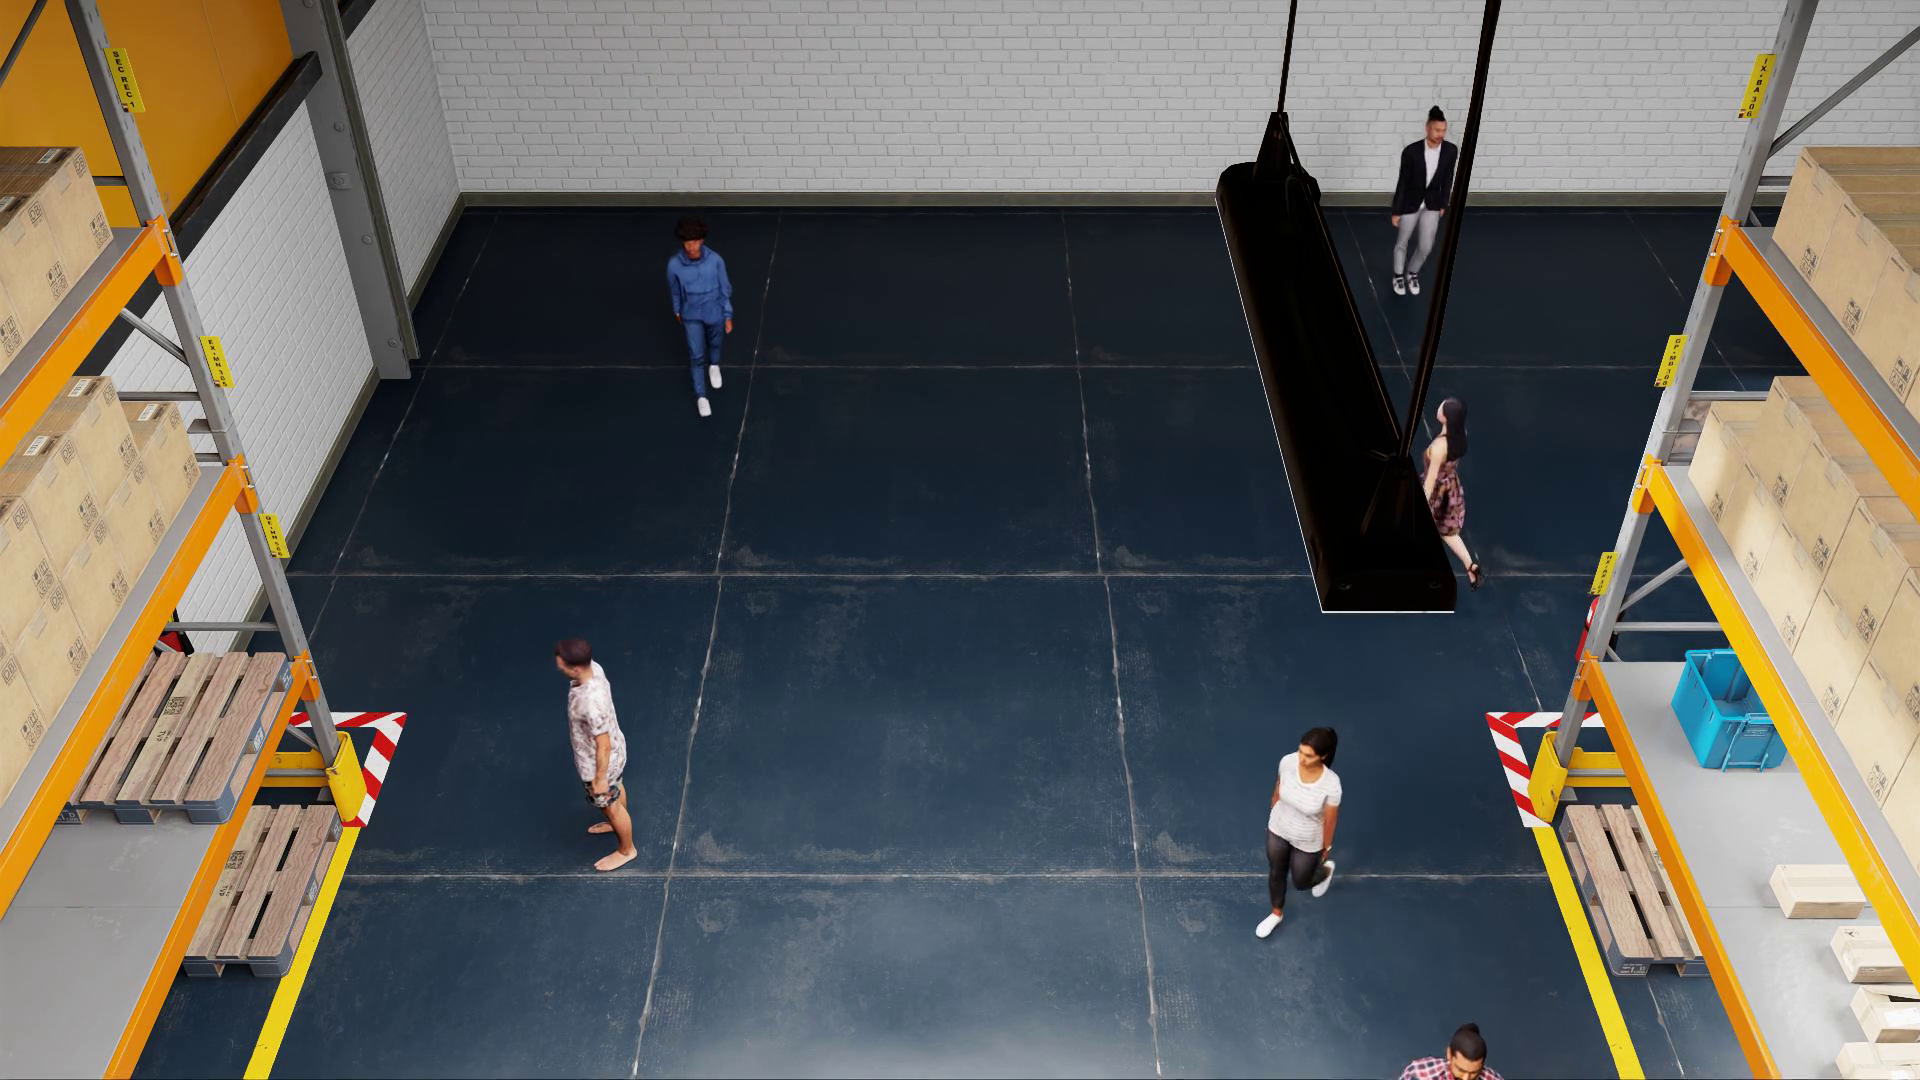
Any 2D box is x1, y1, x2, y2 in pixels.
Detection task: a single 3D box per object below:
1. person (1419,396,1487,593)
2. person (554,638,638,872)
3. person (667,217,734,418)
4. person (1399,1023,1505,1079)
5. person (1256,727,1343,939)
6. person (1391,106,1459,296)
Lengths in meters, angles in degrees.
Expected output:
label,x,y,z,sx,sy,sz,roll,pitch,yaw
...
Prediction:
label,x,y,z,sx,sy,sz,roll,pitch,yaw
person,3.580,-0.271,12.256,1.055,1.757,1.021,28,46,31
person,-2.220,1.286,10.260,0.785,1.815,0.601,-10,40,-12
person,-2.234,-2.033,14.455,0.872,1.767,1.190,-9,39,-11
person,2.337,2.939,8.247,0.843,1.743,1.192,7,39,8
person,2.054,1.697,9.892,0.927,1.633,0.867,-32,48,-33
person,4.361,-3.276,15.872,0.723,1.940,0.659,2,39,3
